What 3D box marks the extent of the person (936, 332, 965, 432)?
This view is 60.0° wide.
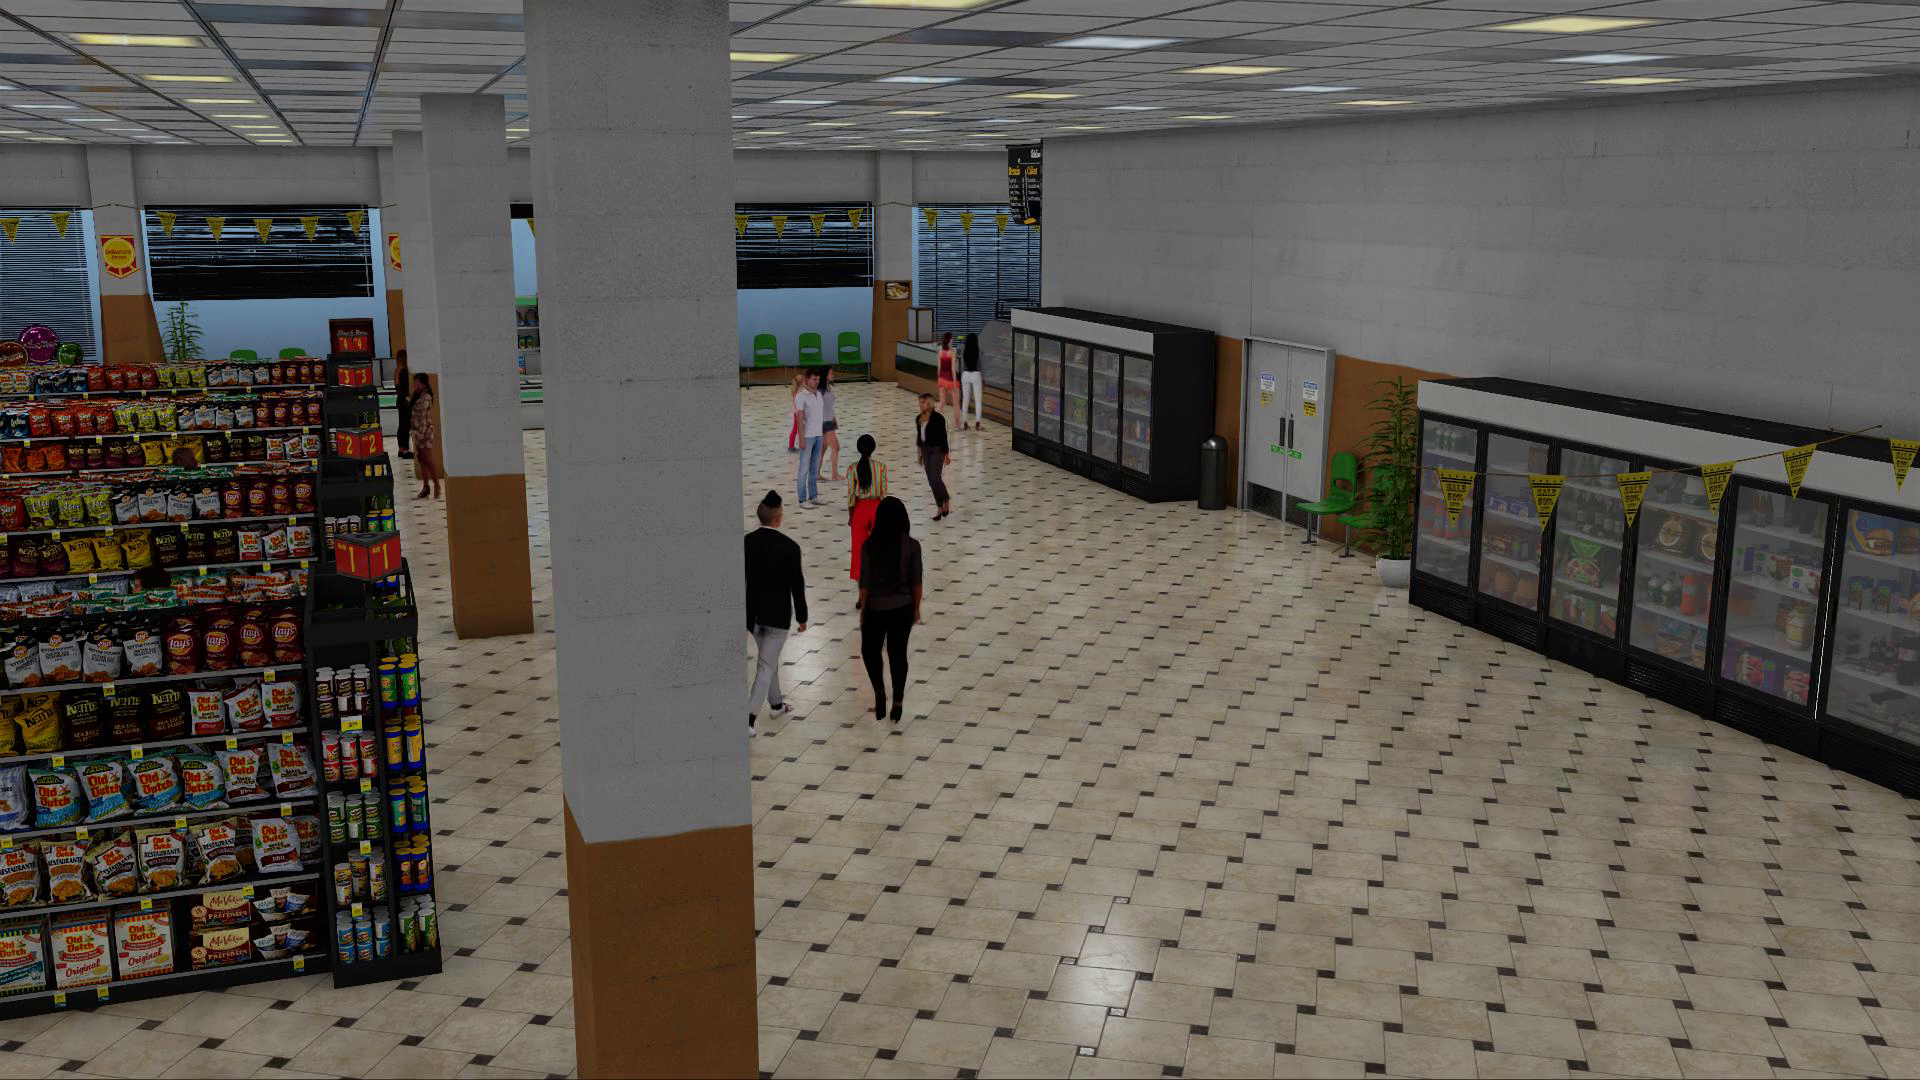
[{"bbox_3d":[-0.258,-2.729,28.971,0.922,1.727,1.051,8,14,32],"label":"person"}]

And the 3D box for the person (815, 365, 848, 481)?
[{"bbox_3d":[-2.033,-1.685,24.102,0.898,1.690,0.811,2,12,10],"label":"person"}]

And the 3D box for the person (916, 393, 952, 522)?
[{"bbox_3d":[-0.278,-1.060,21.229,0.727,1.652,0.775,9,15,37],"label":"person"}]

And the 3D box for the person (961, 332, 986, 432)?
[{"bbox_3d":[0.217,-2.794,29.292,0.632,1.723,0.732,3,12,12],"label":"person"}]

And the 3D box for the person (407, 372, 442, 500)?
[{"bbox_3d":[-7.342,-1.432,22.725,0.610,1.763,0.701,-3,12,-15],"label":"person"}]

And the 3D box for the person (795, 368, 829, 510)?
[{"bbox_3d":[-2.000,-1.368,22.197,0.786,1.856,0.700,7,14,30],"label":"person"}]

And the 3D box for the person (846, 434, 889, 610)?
[{"bbox_3d":[-0.921,-0.177,16.694,0.542,1.792,0.711,-1,12,-6],"label":"person"}]

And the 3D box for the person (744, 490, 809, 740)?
[{"bbox_3d":[-1.496,0.605,12.716,1.292,1.901,1.266,3,12,16],"label":"person"}]

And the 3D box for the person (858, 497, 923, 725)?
[{"bbox_3d":[-0.541,0.591,12.951,0.771,1.831,0.796,-2,12,-9],"label":"person"}]

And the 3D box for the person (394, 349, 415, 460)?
[{"bbox_3d":[-8.790,-2.155,26.289,0.612,1.710,0.661,-8,14,-33],"label":"person"}]
